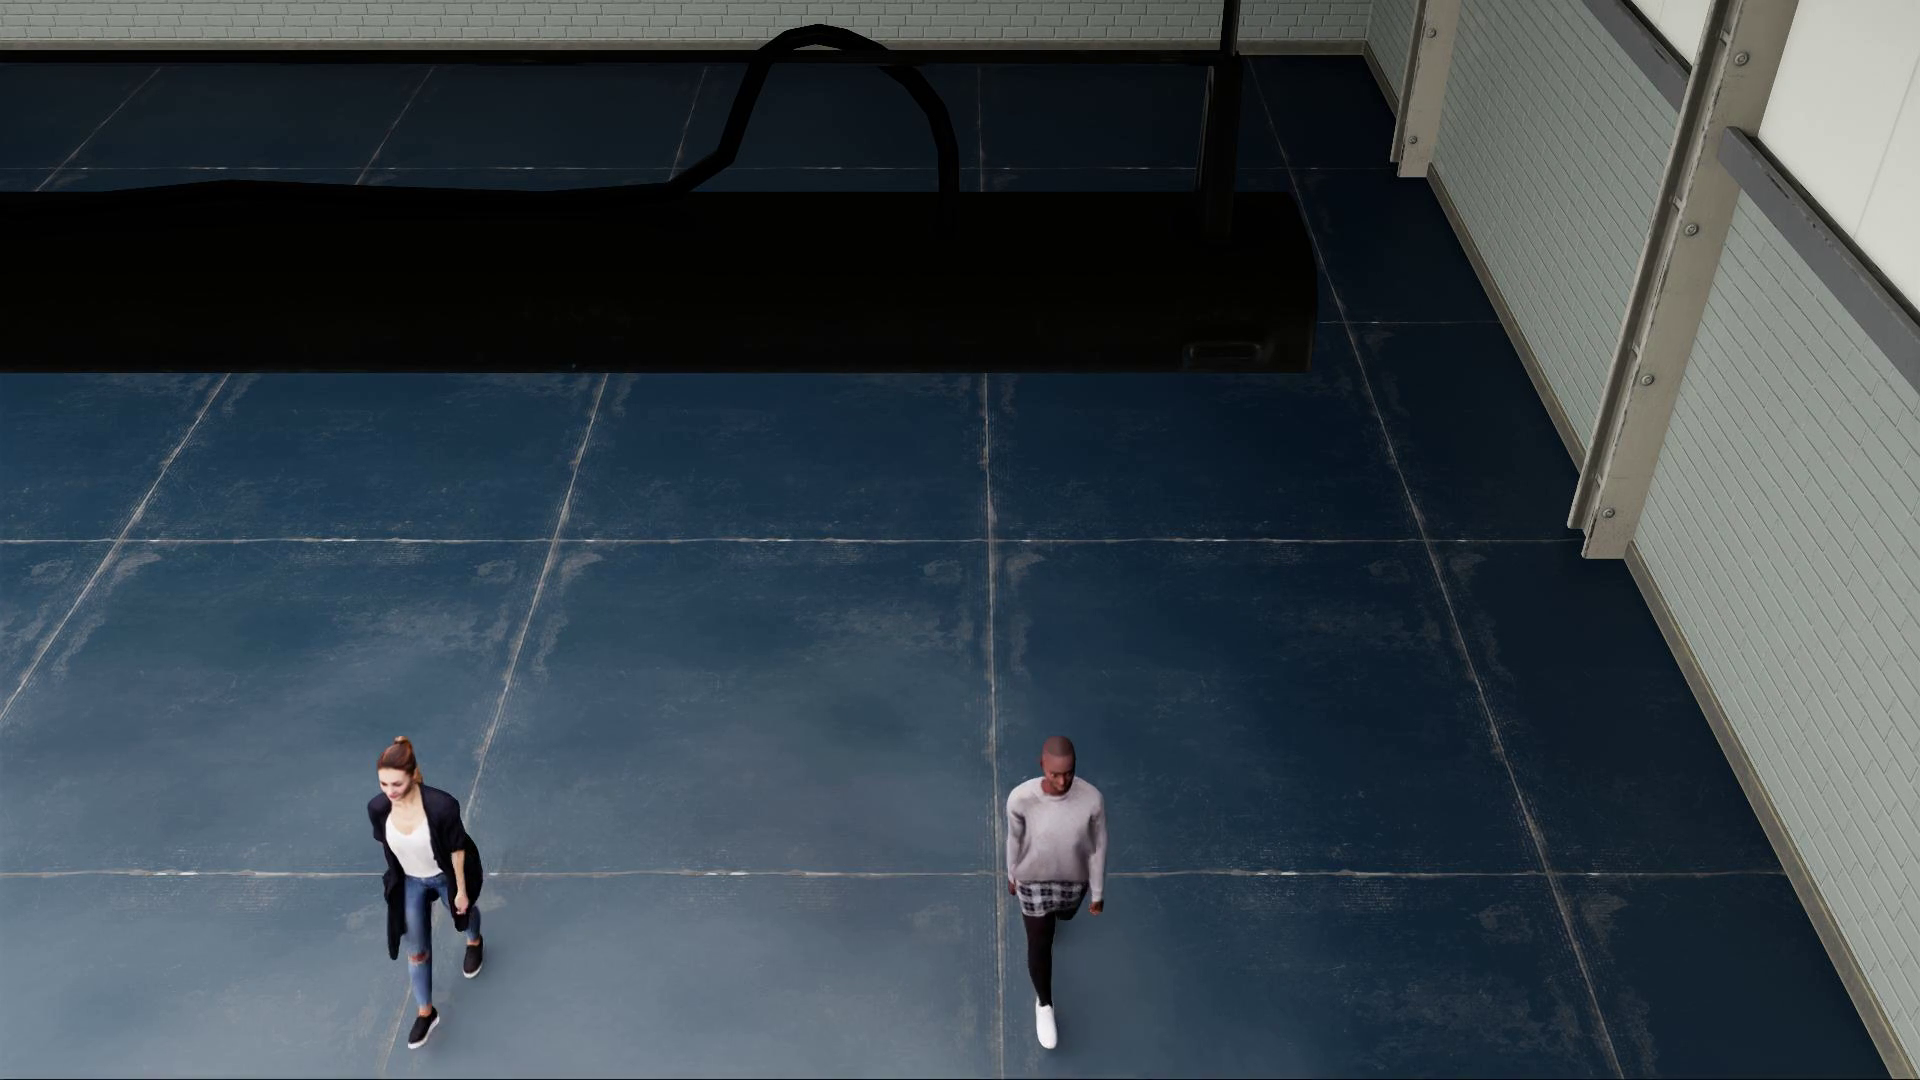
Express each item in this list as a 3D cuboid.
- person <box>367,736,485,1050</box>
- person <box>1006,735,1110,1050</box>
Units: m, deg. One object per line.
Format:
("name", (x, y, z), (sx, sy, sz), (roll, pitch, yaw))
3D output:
("person", (-2.506, 1.554, 8.034), (0.606, 1.654, 0.937), (0, 37, 0))
("person", (0.440, 1.540, 7.982), (0.672, 1.740, 1.146), (-2, 37, -3))
